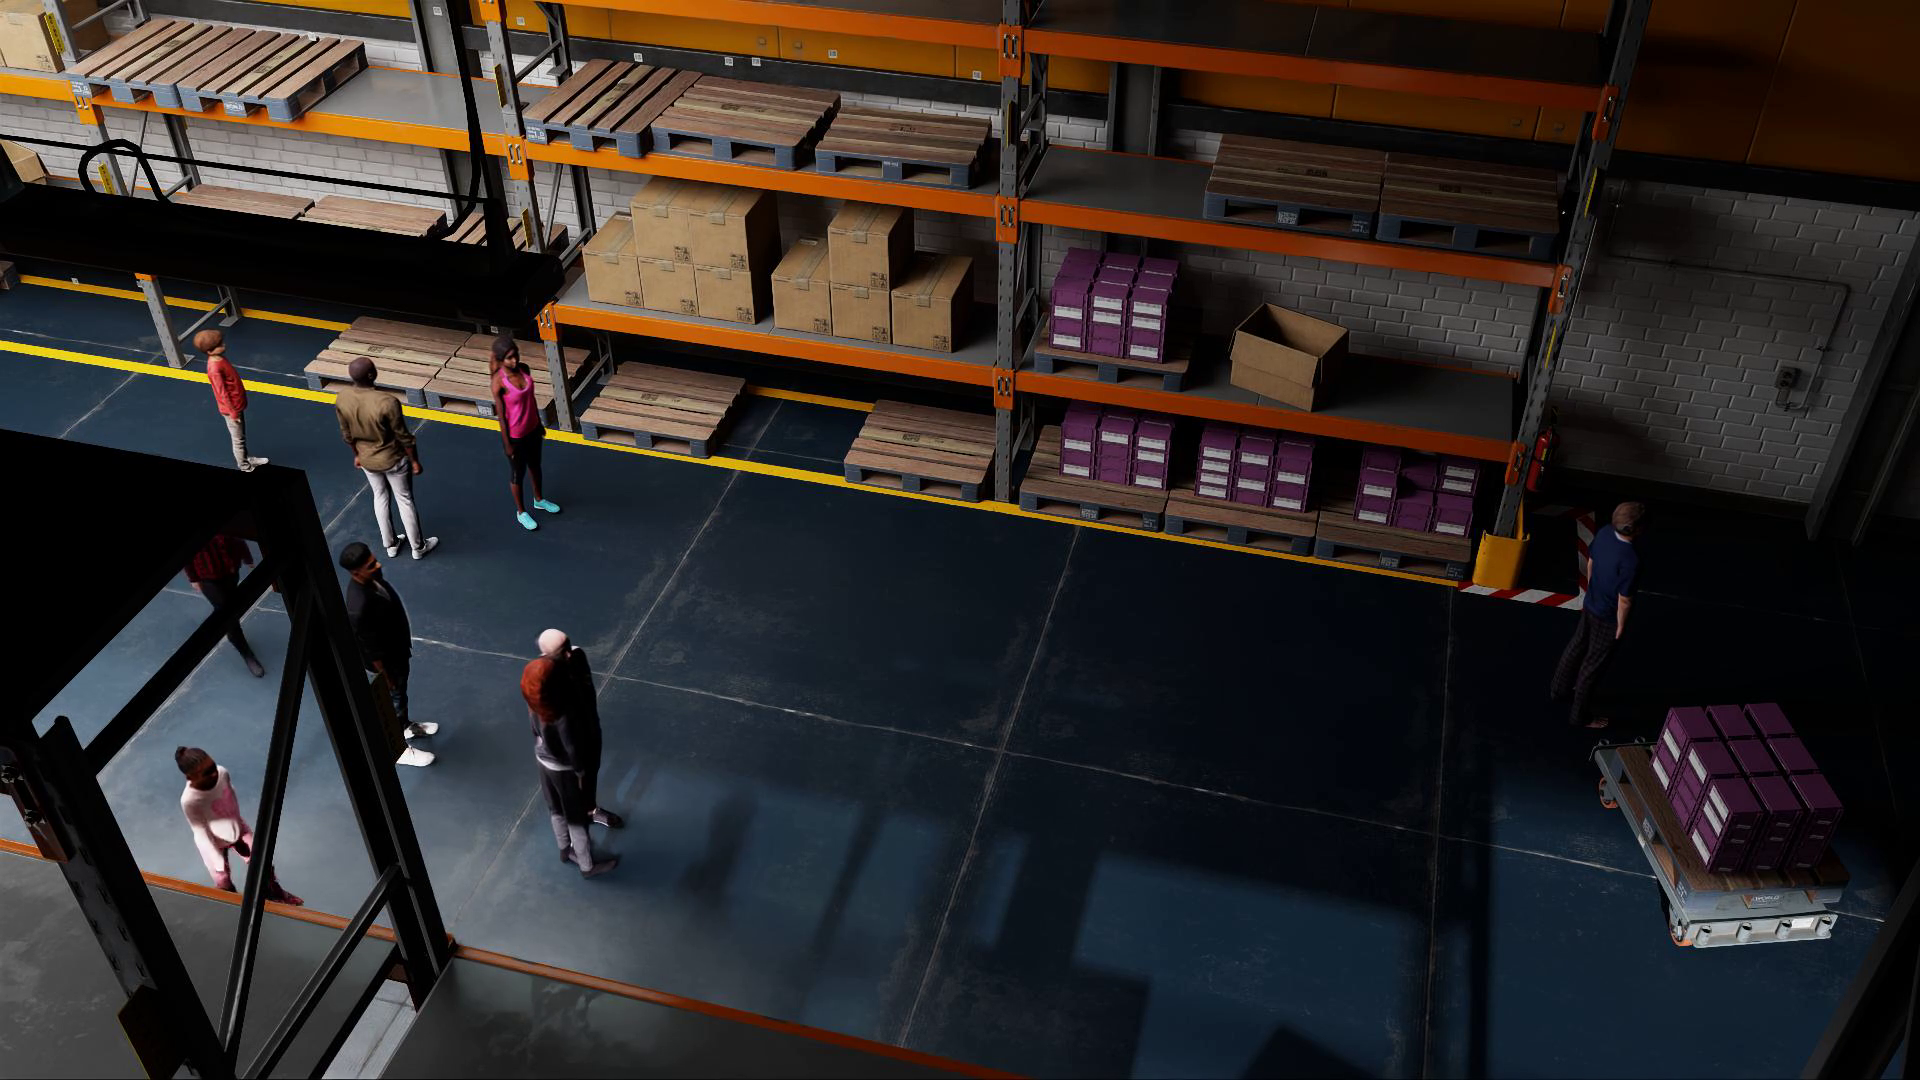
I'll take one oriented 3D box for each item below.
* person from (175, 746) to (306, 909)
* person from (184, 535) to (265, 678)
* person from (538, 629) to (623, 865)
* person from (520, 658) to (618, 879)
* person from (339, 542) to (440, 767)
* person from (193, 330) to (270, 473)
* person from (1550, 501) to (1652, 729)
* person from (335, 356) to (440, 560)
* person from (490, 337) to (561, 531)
[{"bbox_3d":[-4.600,1.789,10.215,0.787,1.429,0.618,17,42,20],"label":"person"},{"bbox_3d":[-5.430,0.187,12.055,0.913,1.638,0.766,25,45,28],"label":"person"},{"bbox_3d":[-2.478,1.256,10.558,0.620,1.834,0.716,15,41,18],"label":"person"},{"bbox_3d":[-2.491,1.418,10.400,0.716,1.779,0.602,-32,48,-33],"label":"person"},{"bbox_3d":[-3.892,0.747,11.212,0.745,1.814,0.774,-5,39,-6],"label":"person"},{"bbox_3d":[-6.100,-1.139,13.893,0.635,1.416,0.600,-12,40,-15],"label":"person"},{"bbox_3d":[4.452,0.490,11.487,0.707,1.871,0.735,-7,39,-8],"label":"person"},{"bbox_3d":[-4.477,-0.633,12.931,0.508,1.825,0.797,7,39,9],"label":"person"},{"bbox_3d":[-3.519,-0.885,13.328,0.644,1.723,0.639,23,44,26],"label":"person"}]
